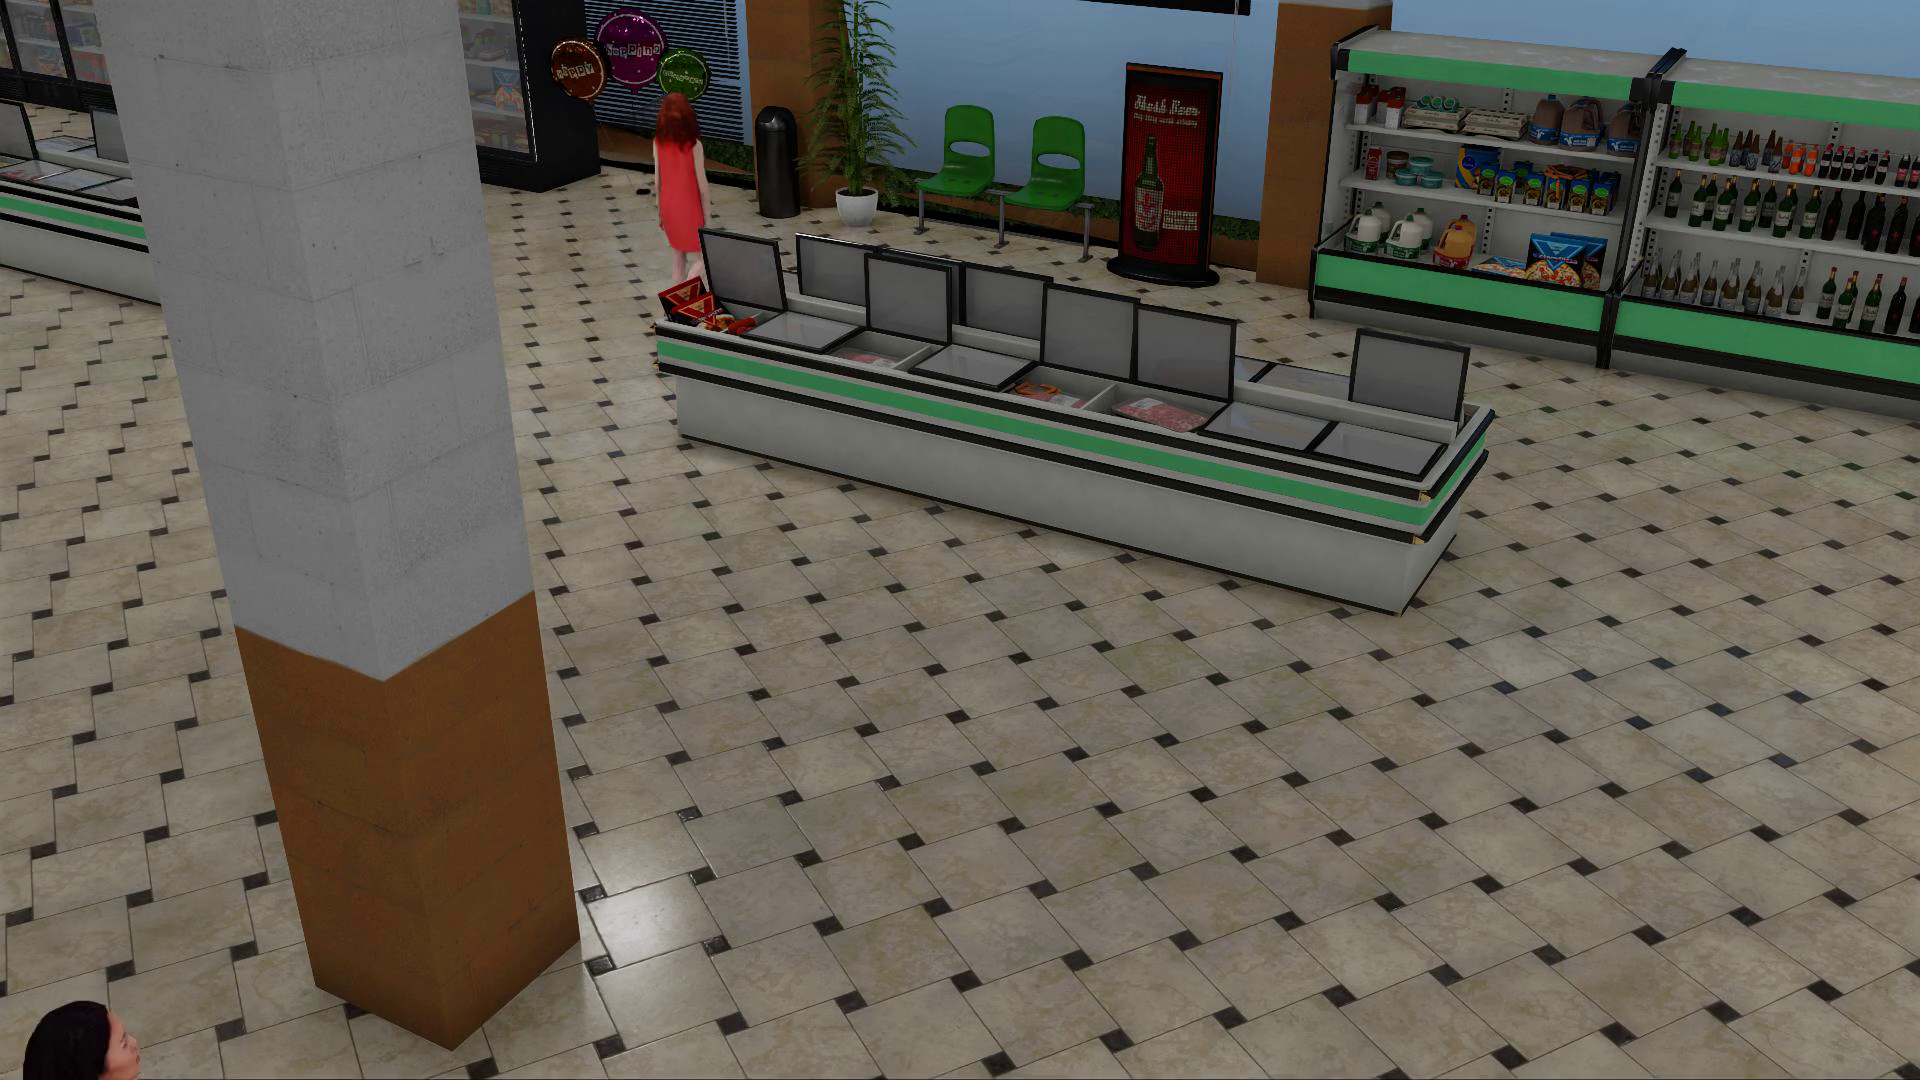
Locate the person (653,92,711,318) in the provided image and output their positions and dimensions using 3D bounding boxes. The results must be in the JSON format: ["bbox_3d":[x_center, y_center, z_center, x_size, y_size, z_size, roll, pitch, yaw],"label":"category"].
[{"bbox_3d":[-2.054,-2.307,12.107,0.848,1.812,0.768,8,28,16],"label":"person"}]
